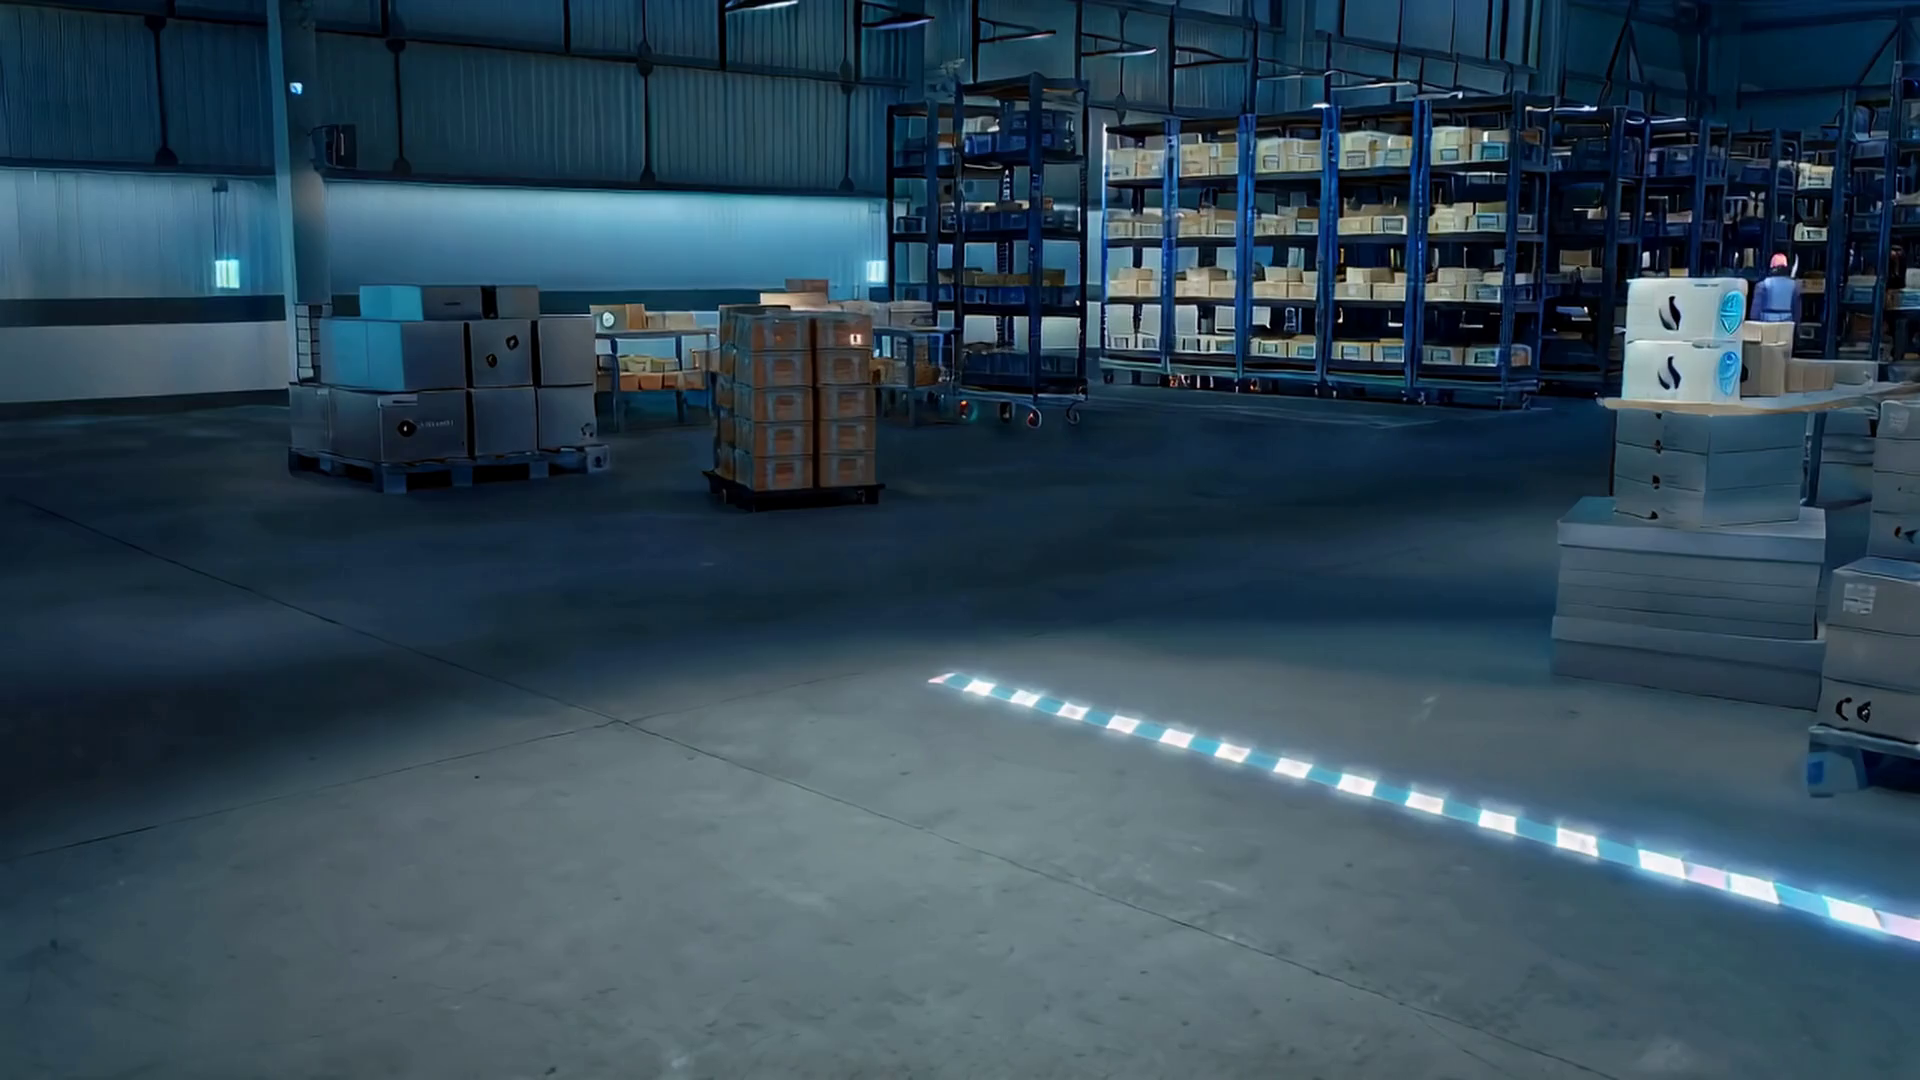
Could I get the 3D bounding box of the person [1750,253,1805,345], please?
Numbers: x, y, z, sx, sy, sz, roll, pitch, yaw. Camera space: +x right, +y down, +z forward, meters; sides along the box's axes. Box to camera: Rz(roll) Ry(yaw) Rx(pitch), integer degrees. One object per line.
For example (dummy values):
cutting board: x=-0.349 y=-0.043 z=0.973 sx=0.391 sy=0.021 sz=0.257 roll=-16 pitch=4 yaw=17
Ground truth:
person: x=9.954 y=-2.578 z=20.309 sx=0.585 sy=1.824 sz=0.406 roll=2 pitch=10 yaw=14
